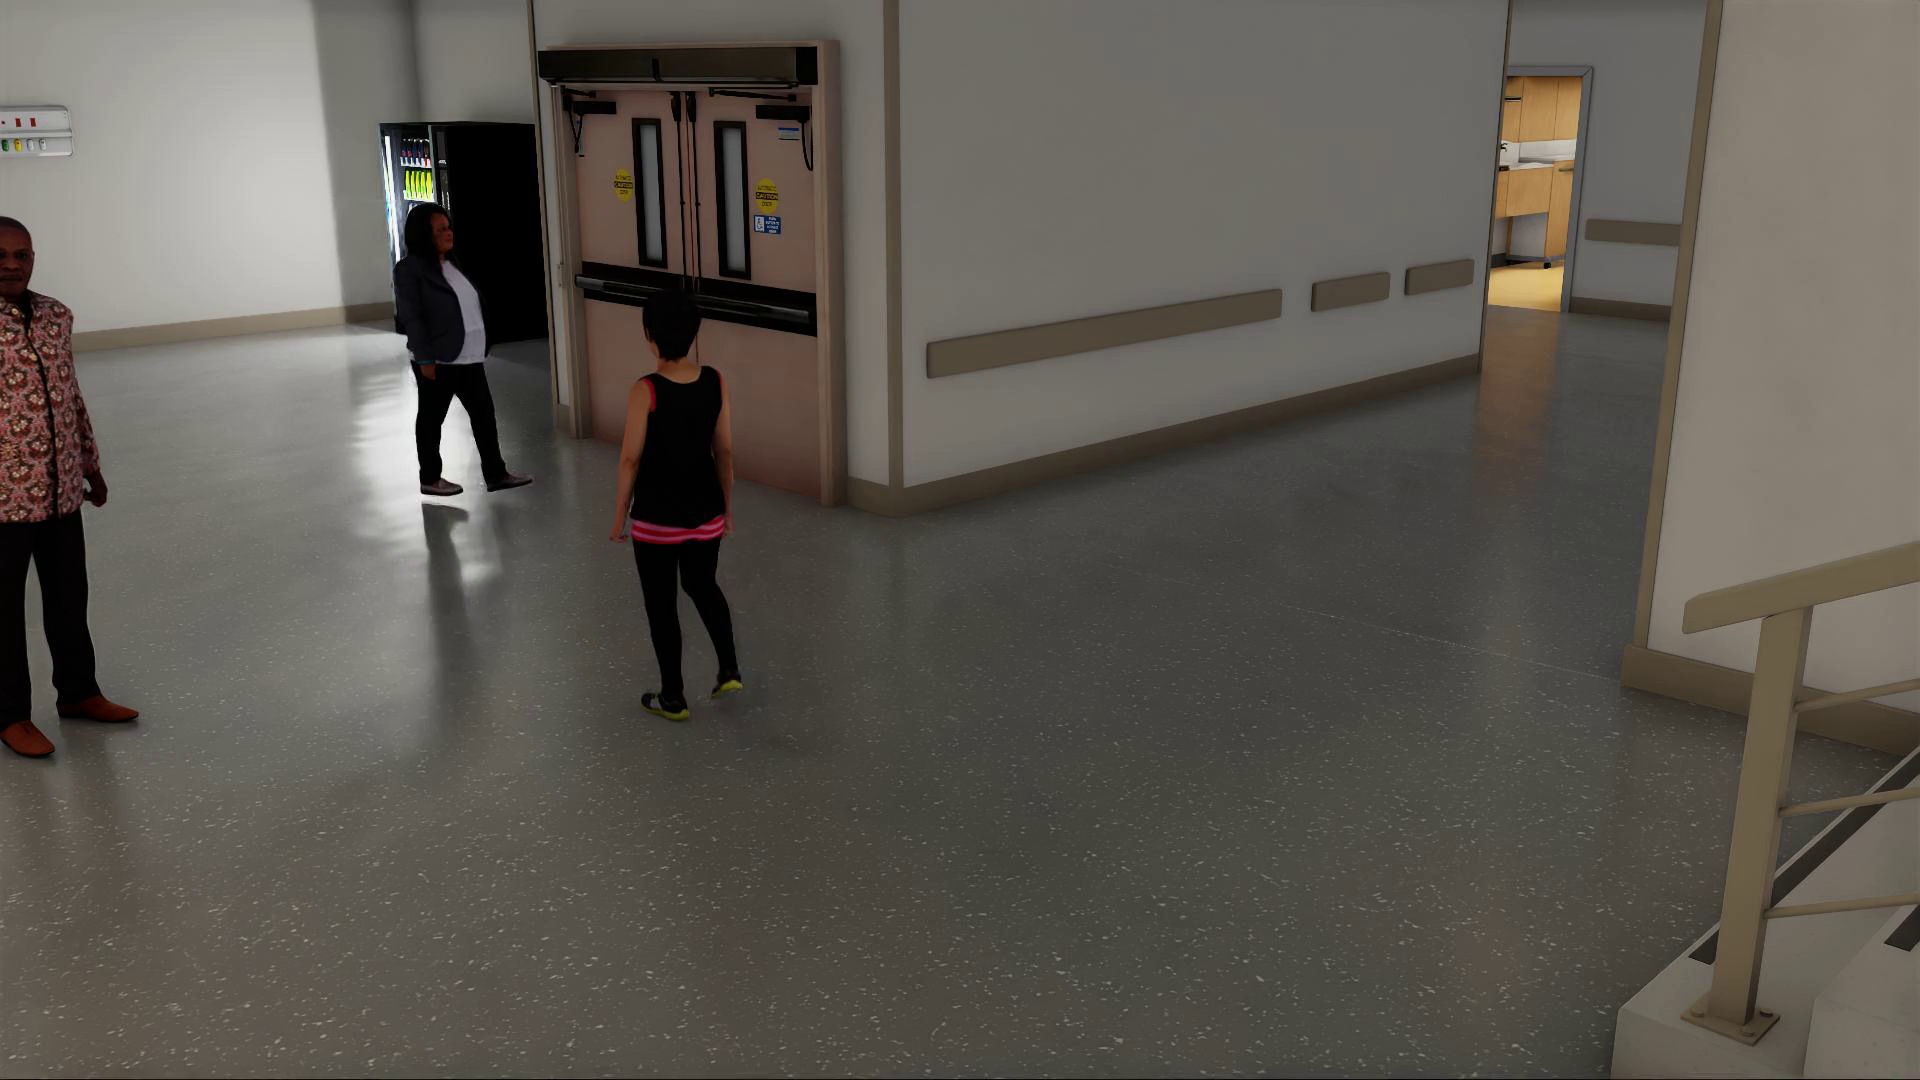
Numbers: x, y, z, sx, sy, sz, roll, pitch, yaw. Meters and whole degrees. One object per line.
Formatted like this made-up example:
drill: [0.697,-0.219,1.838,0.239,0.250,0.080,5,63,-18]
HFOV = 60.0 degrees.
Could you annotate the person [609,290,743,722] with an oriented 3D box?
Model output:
person: [-0.956,-0.092,5.810,0.569,1.545,0.634,-14,21,-40]

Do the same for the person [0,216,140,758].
person: [-3.212,-0.198,5.705,0.726,1.808,0.761,7,17,24]

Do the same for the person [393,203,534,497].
person: [-2.837,-0.996,8.964,0.986,1.575,0.888,5,17,17]
